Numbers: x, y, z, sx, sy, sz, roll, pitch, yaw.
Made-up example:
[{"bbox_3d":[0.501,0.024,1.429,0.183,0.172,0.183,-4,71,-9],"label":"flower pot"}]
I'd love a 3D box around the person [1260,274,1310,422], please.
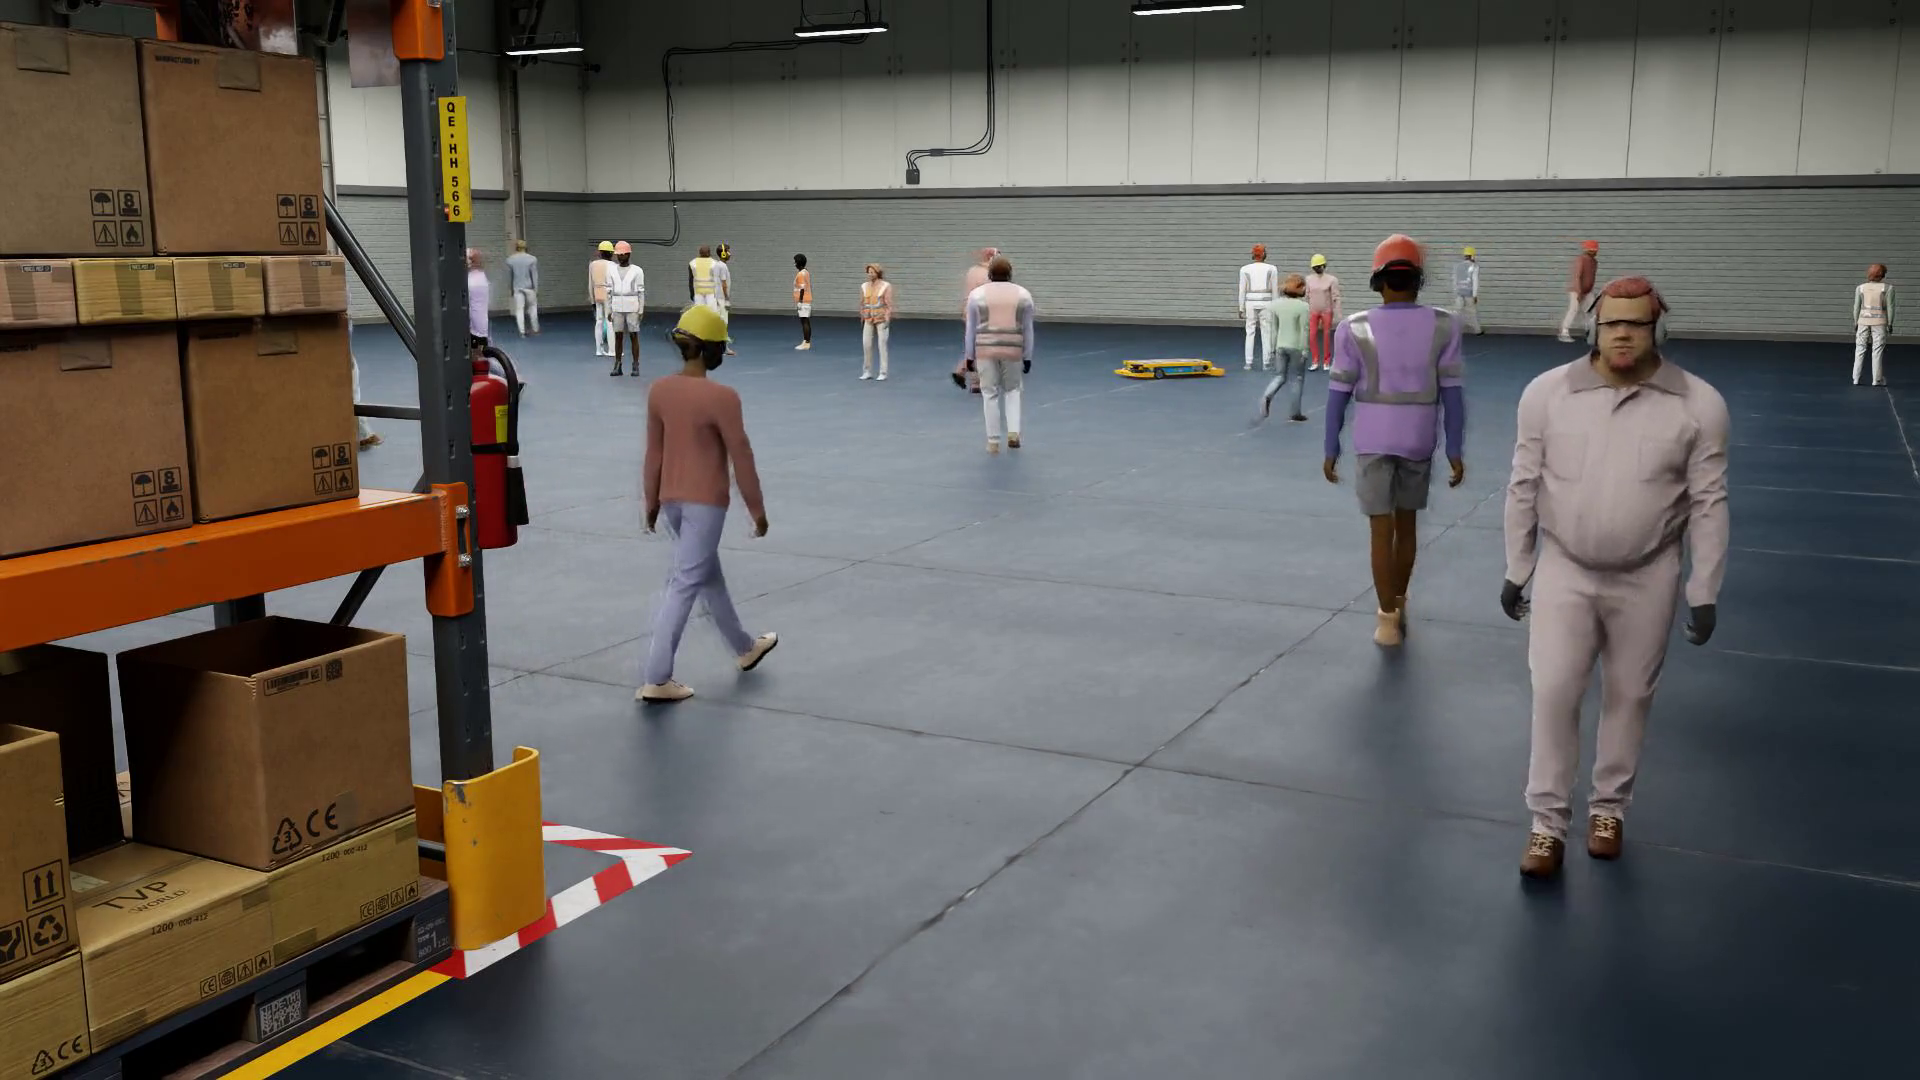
[{"bbox_3d":[3.537,-2.066,17.966,0.585,1.611,0.509,-9,14,-40],"label":"person"}]

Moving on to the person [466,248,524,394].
[{"bbox_3d":[-5.696,-2.513,19.704,0.870,1.879,0.637,-1,10,-7],"label":"person"}]

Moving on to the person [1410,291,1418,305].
[{"bbox_3d":[7.440,-4.084,27.994,0.641,1.986,0.673,-4,11,-22],"label":"person"}]

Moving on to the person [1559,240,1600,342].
[{"bbox_3d":[11.759,-4.661,31.247,0.658,1.922,1.040,-6,12,-29],"label":"person"}]

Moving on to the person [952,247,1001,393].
[{"bbox_3d":[0.266,-2.804,21.295,0.511,1.872,0.694,-4,11,-18],"label":"person"}]

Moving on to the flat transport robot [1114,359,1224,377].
[{"bbox_3d":[2.998,-2.469,23.835,1.431,0.197,0.652,-4,11,-20],"label":"flat transport robot"}]

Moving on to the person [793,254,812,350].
[{"bbox_3d":[-2.784,-4.206,29.424,0.321,1.694,0.529,1,10,3],"label":"person"}]

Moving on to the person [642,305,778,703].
[{"bbox_3d":[-1.107,-0.174,7.362,0.551,1.713,0.917,9,13,39],"label":"person"}]

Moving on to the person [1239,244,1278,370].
[{"bbox_3d":[4.498,-3.507,25.088,0.572,1.886,0.354,2,11,10],"label":"person"}]

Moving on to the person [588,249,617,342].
[{"bbox_3d":[-6.708,-4.631,31.357,0.589,1.829,0.624,-5,12,-28],"label":"person"}]

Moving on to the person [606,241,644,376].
[{"bbox_3d":[-4.816,-3.320,23.924,0.542,1.939,0.366,1,10,4],"label":"person"}]

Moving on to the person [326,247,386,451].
[{"bbox_3d":[-5.776,-1.754,15.464,0.655,1.906,0.900,4,11,21],"label":"person"}]

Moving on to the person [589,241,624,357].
[{"bbox_3d":[-5.913,-4.024,27.801,0.593,1.922,0.377,5,12,27],"label":"person"}]

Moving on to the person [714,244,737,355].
[{"bbox_3d":[-4.010,-4.079,28.252,0.327,1.874,0.518,-4,11,-22],"label":"person"}]

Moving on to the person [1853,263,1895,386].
[{"bbox_3d":[12.269,-2.883,22.349,0.307,1.645,0.514,-9,14,-41],"label":"person"}]

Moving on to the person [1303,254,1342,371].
[{"bbox_3d":[5.379,-3.372,24.756,0.649,1.721,0.771,5,12,25],"label":"person"}]

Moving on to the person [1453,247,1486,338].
[{"bbox_3d":[10.041,-4.877,32.840,0.852,1.789,0.614,-7,13,-34],"label":"person"}]

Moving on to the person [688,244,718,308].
[{"bbox_3d":[-4.935,-4.806,32.296,0.633,1.841,0.429,1,10,3],"label":"person"}]

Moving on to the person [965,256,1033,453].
[{"bbox_3d":[0.360,-1.721,15.531,0.628,1.829,0.453,-1,10,-7],"label":"person"}]

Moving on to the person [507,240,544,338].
[{"bbox_3d":[-8.635,-4.990,33.077,0.659,1.916,0.787,1,10,6],"label":"person"}]

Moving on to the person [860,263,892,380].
[{"bbox_3d":[-1.175,-3.050,23.302,0.528,1.634,0.328,5,12,26],"label":"person"}]

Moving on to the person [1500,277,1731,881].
[{"bbox_3d":[2.028,0.138,5.204,0.673,1.881,0.785,4,11,22],"label":"person"}]

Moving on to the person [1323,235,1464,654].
[{"bbox_3d":[2.128,-0.493,8.286,0.649,2.014,0.868,0,10,2],"label":"person"}]
